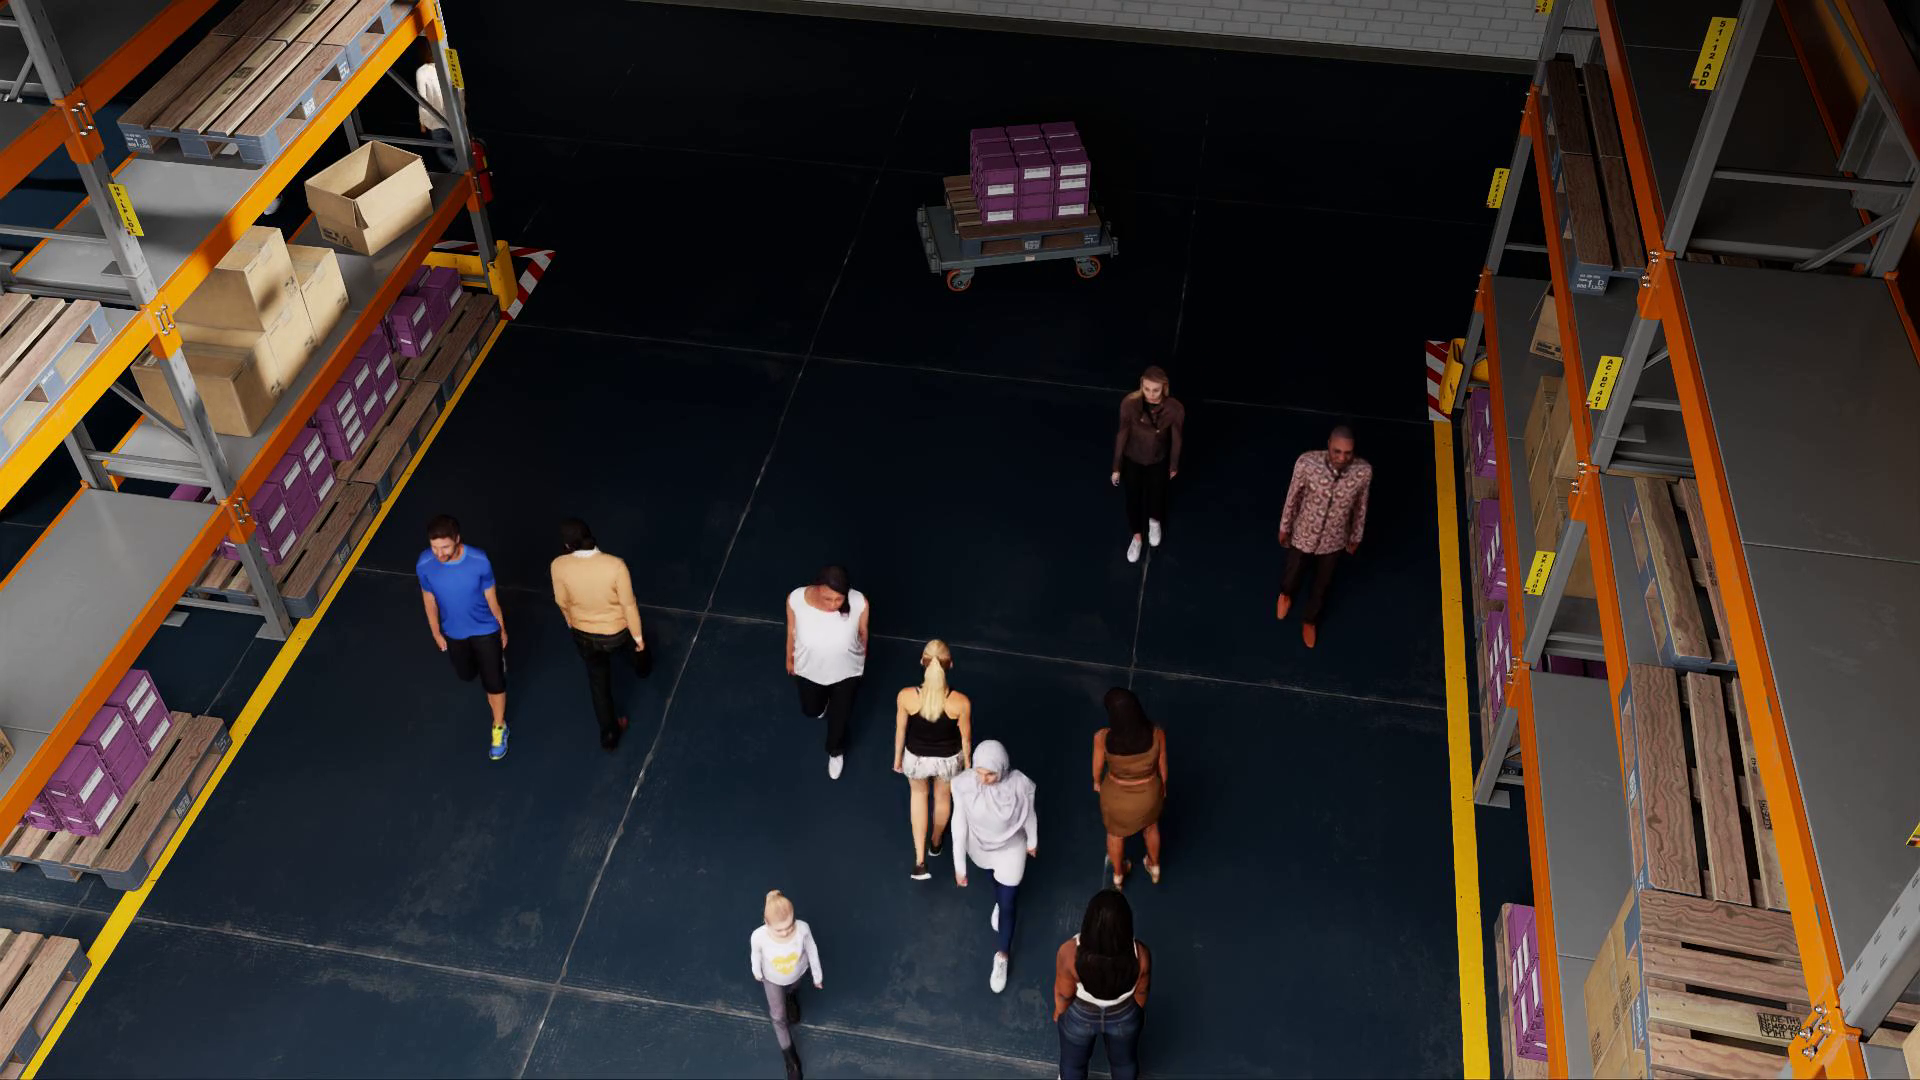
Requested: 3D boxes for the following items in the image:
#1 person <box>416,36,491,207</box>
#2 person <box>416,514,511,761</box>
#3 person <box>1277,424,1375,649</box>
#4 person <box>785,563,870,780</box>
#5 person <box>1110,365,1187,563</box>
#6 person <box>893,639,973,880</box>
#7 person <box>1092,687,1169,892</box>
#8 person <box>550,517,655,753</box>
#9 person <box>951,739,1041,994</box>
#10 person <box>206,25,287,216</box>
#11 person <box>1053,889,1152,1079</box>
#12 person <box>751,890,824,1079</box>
[{"bbox_3d":[-4.566,-3.745,14.918,0.910,1.659,1.009,25,49,24],"label":"person"},{"bbox_3d":[-3.020,0.484,10.343,0.763,1.847,1.118,-2,44,-2],"label":"person"},{"bbox_3d":[2.376,-0.107,10.999,0.721,1.797,0.731,5,44,5],"label":"person"},{"bbox_3d":[-0.798,0.719,10.226,0.759,1.667,0.902,4,44,4],"label":"person"},{"bbox_3d":[1.309,-0.585,11.579,0.636,1.690,0.646,11,45,11],"label":"person"},{"bbox_3d":[-0.163,1.306,9.493,0.639,1.829,0.868,4,44,5],"label":"person"},{"bbox_3d":[0.948,1.475,9.432,0.669,1.668,0.621,4,44,4],"label":"person"},{"bbox_3d":[-2.230,0.625,10.299,0.791,1.702,1.163,3,44,3],"label":"person"},{"bbox_3d":[0.210,1.609,9.234,0.647,1.748,0.924,7,44,8],"label":"person"},{"bbox_3d":[-6.420,-3.756,14.863,0.635,1.750,0.651,17,46,17],"label":"person"},{"bbox_3d":[0.713,2.383,8.383,0.664,1.801,0.638,1,44,1],"label":"person"},{"bbox_3d":[-0.954,2.251,8.920,0.765,1.251,0.950,-12,45,-13],"label":"person"}]
